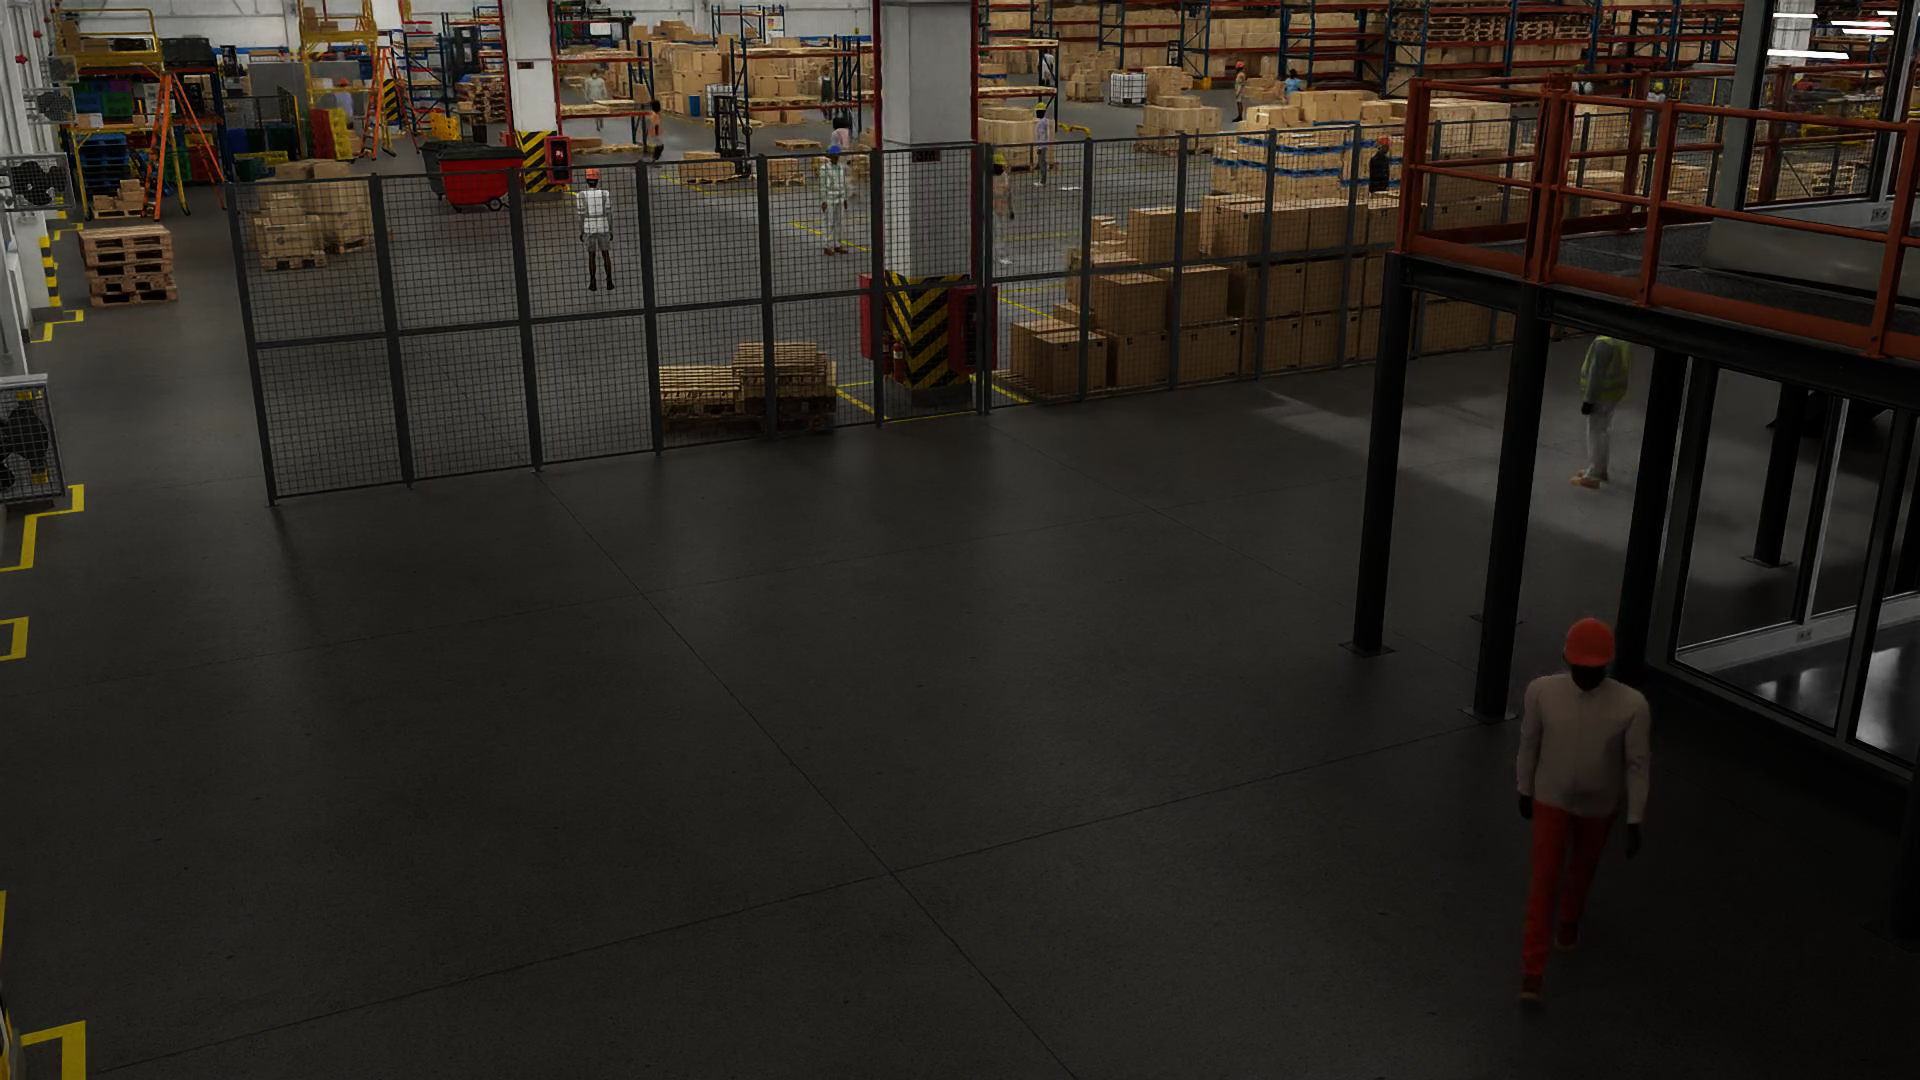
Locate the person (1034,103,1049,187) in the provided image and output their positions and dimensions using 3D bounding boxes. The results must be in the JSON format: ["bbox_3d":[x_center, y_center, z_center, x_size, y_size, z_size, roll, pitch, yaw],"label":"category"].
[{"bbox_3d":[1.900,-9.233,38.875,0.367,1.927,0.589,2,19,7],"label":"person"}]

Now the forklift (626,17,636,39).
[{"bbox_3d":[-14.417,-21.531,73.084,1.873,2.768,1.129,-4,19,-11],"label":"forklift"}]

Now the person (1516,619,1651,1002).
[{"bbox_3d":[3.079,1.309,8.296,0.622,1.941,1.021,7,20,21],"label":"person"}]

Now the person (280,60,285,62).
[{"bbox_3d":[-22.836,-15.249,56.321,0.622,1.932,0.368,-7,20,-20],"label":"person"}]

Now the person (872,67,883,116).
[{"bbox_3d":[-2.787,-15.670,57.549,0.373,1.915,0.596,-12,23,-32],"label":"person"}]

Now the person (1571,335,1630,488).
[{"bbox_3d":[6.338,-1.438,16.431,0.432,1.834,0.628,12,23,32],"label":"person"}]

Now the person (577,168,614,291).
[{"bbox_3d":[-5.773,-4.928,26.380,0.542,1.938,0.358,-5,20,-15],"label":"person"}]

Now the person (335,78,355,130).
[{"bbox_3d":[-17.678,-12.299,47.777,0.727,1.922,0.553,12,22,30],"label":"person"}]

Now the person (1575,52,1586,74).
[{"bbox_3d":[24.692,-18.512,66.120,0.540,1.695,0.317,13,23,32],"label":"person"}]

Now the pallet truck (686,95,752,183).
[{"bbox_3d":[-5.836,-9.608,39.856,0.823,1.965,1.885,10,22,27],"label":"pallet truck"}]

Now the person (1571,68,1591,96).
[{"bbox_3d":[18.770,-13.350,50.638,0.700,2.000,0.537,-2,19,-6],"label":"person"}]

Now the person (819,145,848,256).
[{"bbox_3d":[-2.242,-6.060,29.647,0.397,1.942,0.615,16,25,39],"label":"person"}]

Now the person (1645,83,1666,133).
[{"bbox_3d":[19.827,-12.117,47.457,0.608,1.775,0.915,1,19,3],"label":"person"}]

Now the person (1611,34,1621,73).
[{"bbox_3d":[30.713,-22.770,78.128,0.660,1.915,0.559,-5,20,-15],"label":"person"}]

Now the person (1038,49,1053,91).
[{"bbox_3d":[3.428,-18.806,66.609,0.619,1.942,0.813,0,19,0],"label":"person"}]

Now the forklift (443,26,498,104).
[{"bbox_3d":[-18.314,-17.720,62.036,1.873,2.768,1.129,10,21,26],"label":"forklift"}]

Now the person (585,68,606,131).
[{"bbox_3d":[-11.380,-13.780,52.068,0.630,1.919,0.449,-4,19,-12],"label":"person"}]

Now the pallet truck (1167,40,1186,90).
[{"bbox_3d":[9.045,-19.971,69.895,0.823,1.965,1.885,-3,19,-8],"label":"pallet truck"}]

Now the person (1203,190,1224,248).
[{"bbox_3d":[3.632,-4.019,23.741,0.359,1.939,0.635,-7,20,-19],"label":"person"}]

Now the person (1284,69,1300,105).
[{"bbox_3d":[11.186,-15.011,55.995,0.541,1.680,0.488,9,21,25],"label":"person"}]

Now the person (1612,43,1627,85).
[{"bbox_3d":[27.534,-19.777,69.498,0.707,1.882,0.676,-13,23,-33],"label":"person"}]

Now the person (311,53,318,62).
[{"bbox_3d":[-23.910,-17.113,61.796,0.420,1.869,0.586,-15,24,-36],"label":"person"}]

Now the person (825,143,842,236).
[{"bbox_3d":[-2.429,-6.713,31.855,0.313,1.738,0.483,-4,19,-11],"label":"person"}]

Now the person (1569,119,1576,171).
[{"bbox_3d":[13.907,-9.102,38.346,0.416,2.034,0.603,-3,19,-9],"label":"person"}]

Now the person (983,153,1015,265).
[{"bbox_3d":[0.634,-5.775,28.920,0.600,1.888,0.964,-14,23,-34],"label":"person"}]

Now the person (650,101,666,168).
[{"bbox_3d":[-7.715,-10.348,42.458,0.391,1.681,0.559,-4,19,-11],"label":"person"}]

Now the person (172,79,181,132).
[{"bbox_3d":[-24.370,-13.455,51.565,0.515,1.632,0.312,10,21,26],"label":"person"}]

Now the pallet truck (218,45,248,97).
[{"bbox_3d":[-28.879,-18.665,66.111,0.823,1.965,1.885,-3,19,-9],"label":"pallet truck"}]

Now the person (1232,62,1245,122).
[{"bbox_3d":[9.257,-14.872,55.205,0.359,1.936,0.552,7,20,18],"label":"person"}]

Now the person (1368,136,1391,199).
[{"bbox_3d":[7.714,-6.431,30.647,0.375,1.997,0.612,14,23,34],"label":"person"}]

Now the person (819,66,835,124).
[{"bbox_3d":[-4.363,-14.640,54.700,0.555,1.830,0.610,-1,19,-2],"label":"person"}]

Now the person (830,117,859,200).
[{"bbox_3d":[-2.632,-8.425,36.722,0.916,1.808,0.634,8,21,22],"label":"person"}]

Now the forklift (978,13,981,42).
[{"bbox_3d":[0.487,-23.471,78.707,1.129,2.768,1.873,-9,21,-25],"label":"forklift"}]
